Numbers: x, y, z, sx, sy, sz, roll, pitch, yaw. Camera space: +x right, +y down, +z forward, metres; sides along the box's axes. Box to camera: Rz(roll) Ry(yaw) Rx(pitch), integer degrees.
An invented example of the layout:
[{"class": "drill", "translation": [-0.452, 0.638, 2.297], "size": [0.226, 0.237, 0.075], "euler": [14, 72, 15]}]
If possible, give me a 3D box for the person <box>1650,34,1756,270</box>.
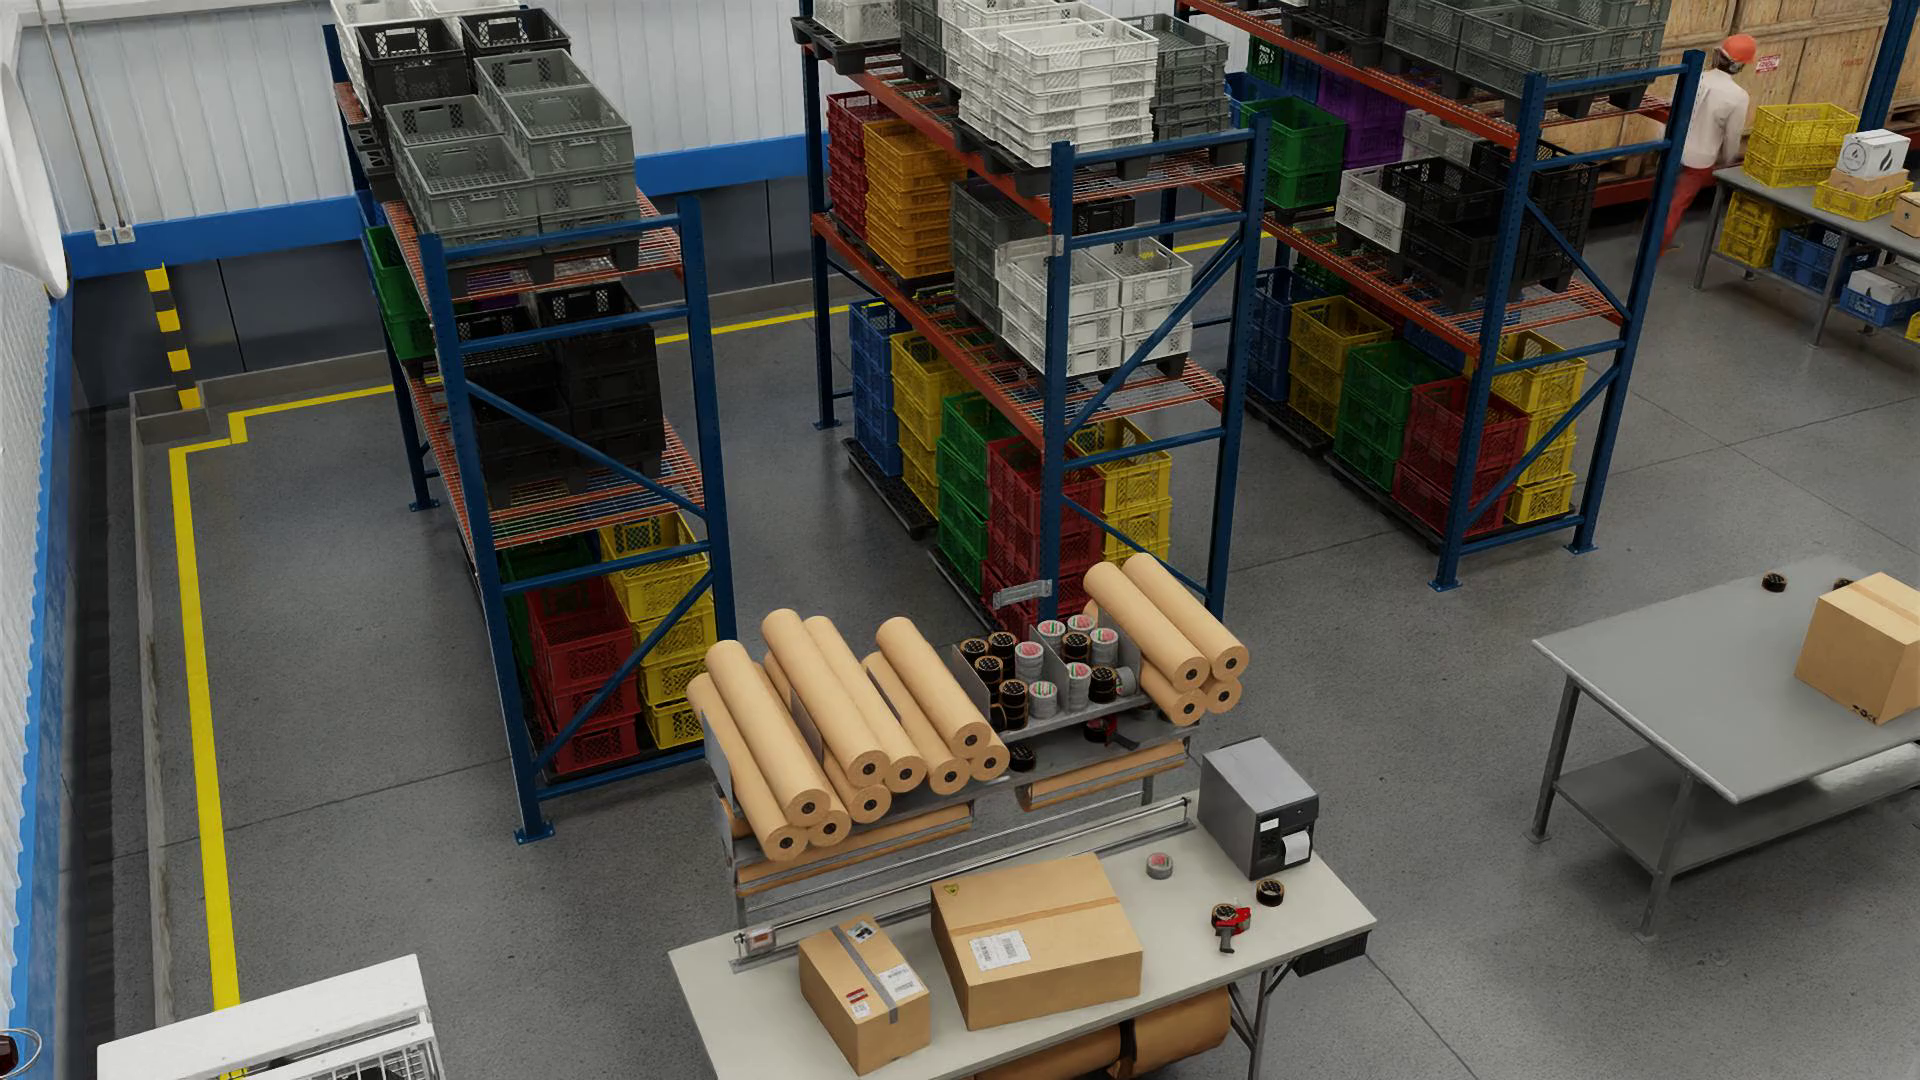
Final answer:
[{"class": "person", "translation": [5.990, -3.112, 13.420], "size": [0.831, 1.951, 0.633], "euler": [-21, 37, -30]}]
